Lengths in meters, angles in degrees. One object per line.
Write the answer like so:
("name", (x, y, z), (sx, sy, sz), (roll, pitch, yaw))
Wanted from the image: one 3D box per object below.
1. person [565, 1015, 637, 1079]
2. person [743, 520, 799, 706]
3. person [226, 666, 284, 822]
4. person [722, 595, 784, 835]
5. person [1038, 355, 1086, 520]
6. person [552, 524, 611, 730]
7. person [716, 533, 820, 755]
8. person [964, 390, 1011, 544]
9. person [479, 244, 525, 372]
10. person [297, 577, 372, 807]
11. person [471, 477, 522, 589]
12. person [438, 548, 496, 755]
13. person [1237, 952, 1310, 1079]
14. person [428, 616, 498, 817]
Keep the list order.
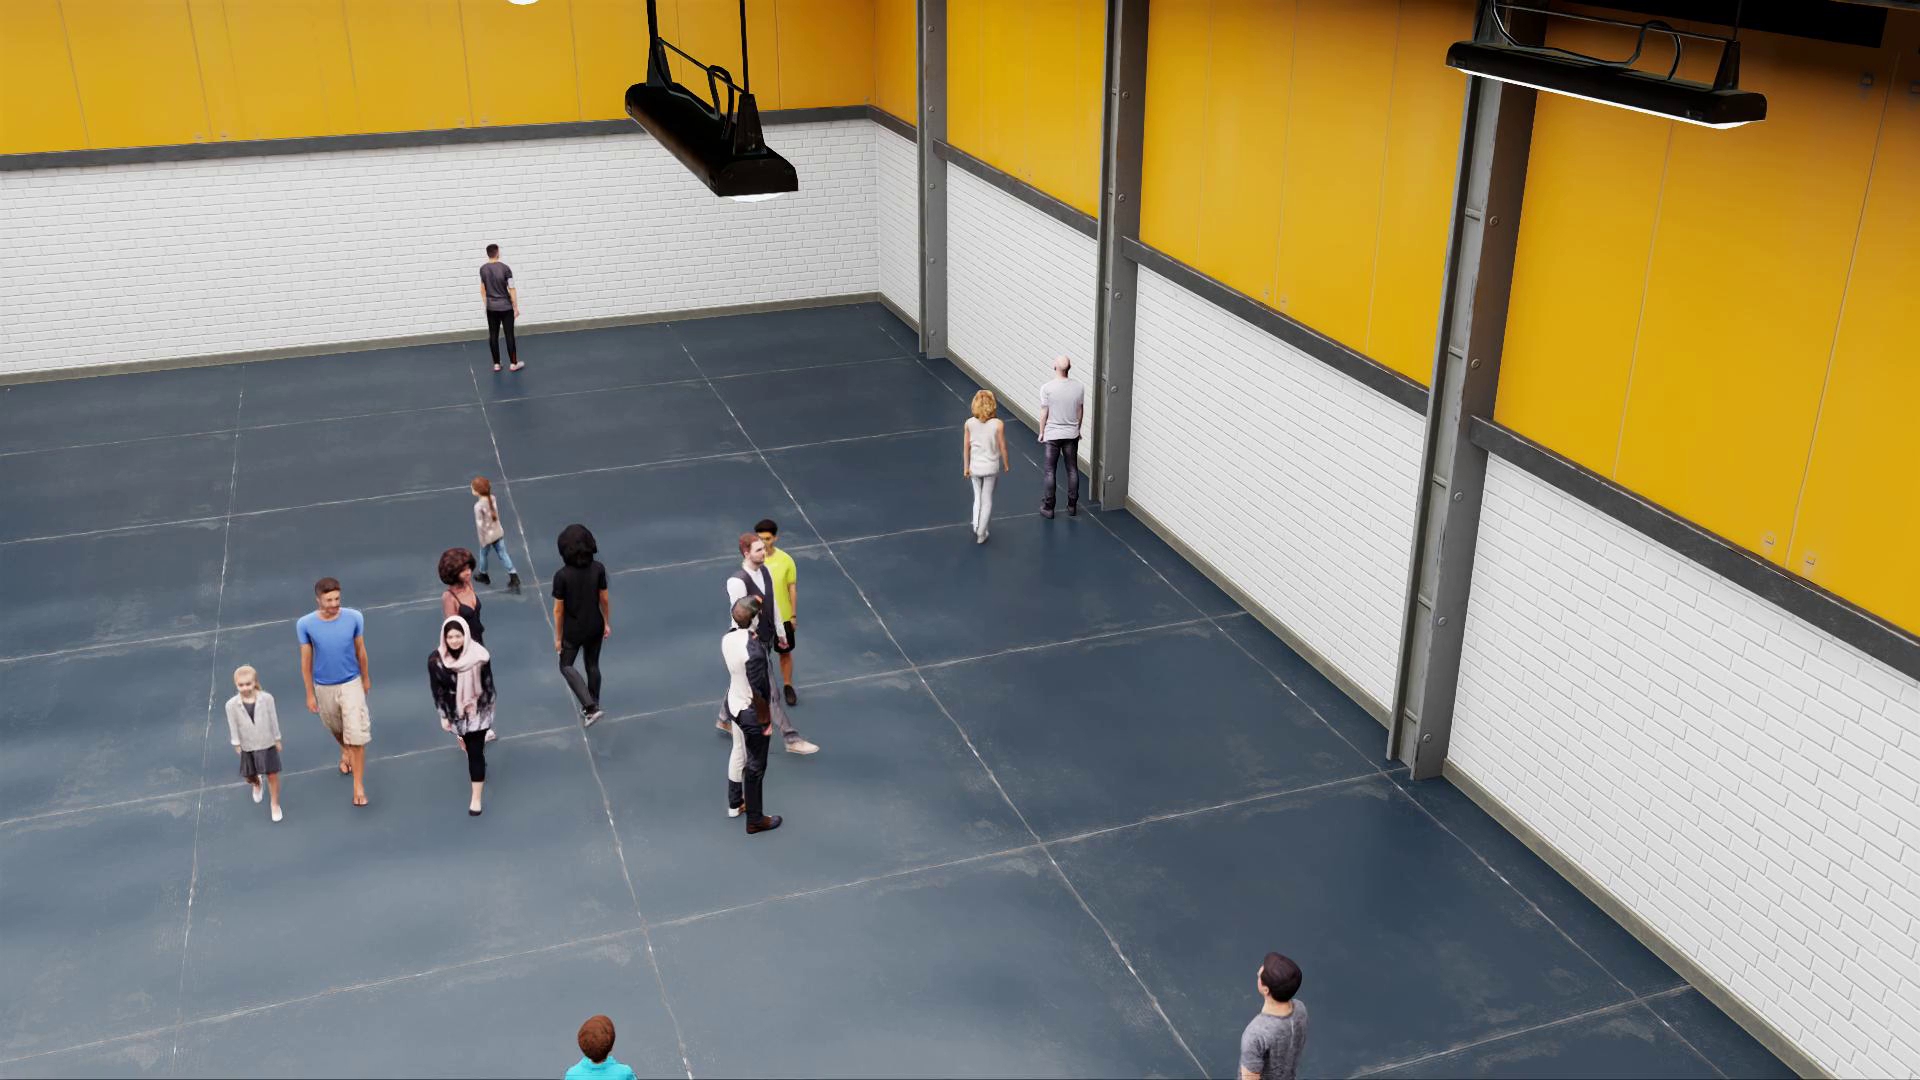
("person", (-1.886, 3.167, 8.754), (0.633, 1.440, 0.668), (-1, 24, -3))
("person", (-1.626, 0.612, 14.265), (0.682, 1.709, 0.638), (-1, 24, -2))
("person", (-5.375, 1.522, 12.733), (0.513, 1.267, 0.654), (-10, 25, -21))
("person", (-1.593, 1.288, 12.493), (0.778, 1.889, 0.599), (-14, 27, -29))
("person", (1.099, -1.135, 18.106), (0.666, 1.832, 0.594), (-6, 24, -14))
("person", (-3.112, 0.754, 13.797), (0.765, 1.823, 0.858), (-16, 28, -32))
("person", (-1.742, 0.824, 13.552), (1.266, 1.891, 1.227), (10, 25, 21))
("person", (0.234, -0.750, 17.444), (0.719, 1.658, 0.768), (8, 25, 17))
("person", (-6.358, -3.207, 22.934), (0.714, 1.763, 0.686), (2, 24, 5))
("person", (-4.873, 1.092, 13.023), (0.671, 1.823, 1.199), (-8, 25, -18))
("person", (-4.601, -0.054, 16.452), (0.894, 1.177, 0.777), (15, 28, 31))
("person", (-4.022, 0.894, 13.519), (0.717, 1.788, 0.626), (5, 24, 11))
("person", (1.662, 3.009, 8.615), (0.922, 1.842, 1.179), (-18, 29, -35))
("person", (-3.832, 1.272, 12.913), (0.767, 1.582, 1.119), (-4, 24, -9))
